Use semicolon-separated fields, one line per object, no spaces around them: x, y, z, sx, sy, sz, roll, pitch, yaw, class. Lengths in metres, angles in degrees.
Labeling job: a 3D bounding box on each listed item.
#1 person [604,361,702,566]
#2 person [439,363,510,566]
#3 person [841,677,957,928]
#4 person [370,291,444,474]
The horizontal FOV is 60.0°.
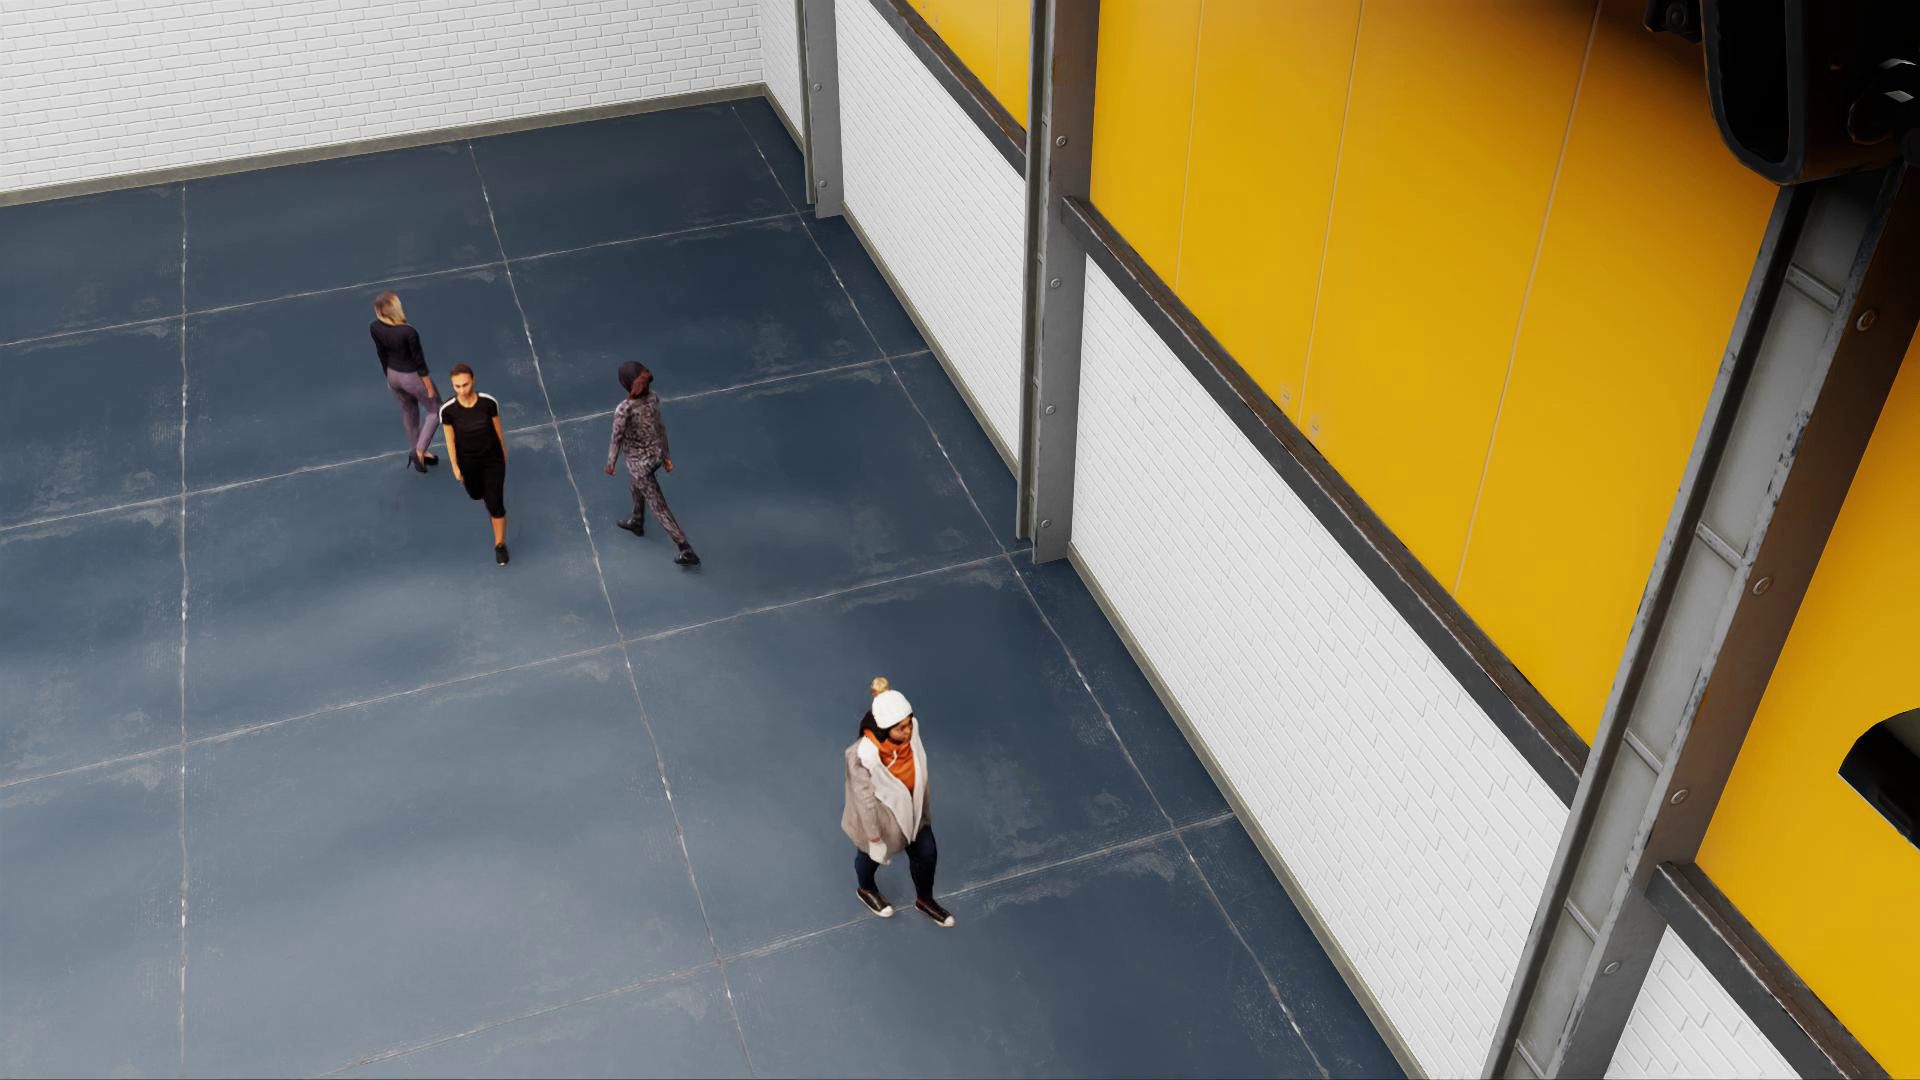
-2.275;-0.521;12.350;1.174;1.678;1.029;21;43;25;person
-3.628;-0.654;12.547;0.644;1.640;1.034;-9;39;-11;person
-0.486;1.505;9.661;0.880;1.868;0.995;-30;47;-32;person
-4.413;-1.193;13.203;0.773;1.664;0.832;13;40;15;person
